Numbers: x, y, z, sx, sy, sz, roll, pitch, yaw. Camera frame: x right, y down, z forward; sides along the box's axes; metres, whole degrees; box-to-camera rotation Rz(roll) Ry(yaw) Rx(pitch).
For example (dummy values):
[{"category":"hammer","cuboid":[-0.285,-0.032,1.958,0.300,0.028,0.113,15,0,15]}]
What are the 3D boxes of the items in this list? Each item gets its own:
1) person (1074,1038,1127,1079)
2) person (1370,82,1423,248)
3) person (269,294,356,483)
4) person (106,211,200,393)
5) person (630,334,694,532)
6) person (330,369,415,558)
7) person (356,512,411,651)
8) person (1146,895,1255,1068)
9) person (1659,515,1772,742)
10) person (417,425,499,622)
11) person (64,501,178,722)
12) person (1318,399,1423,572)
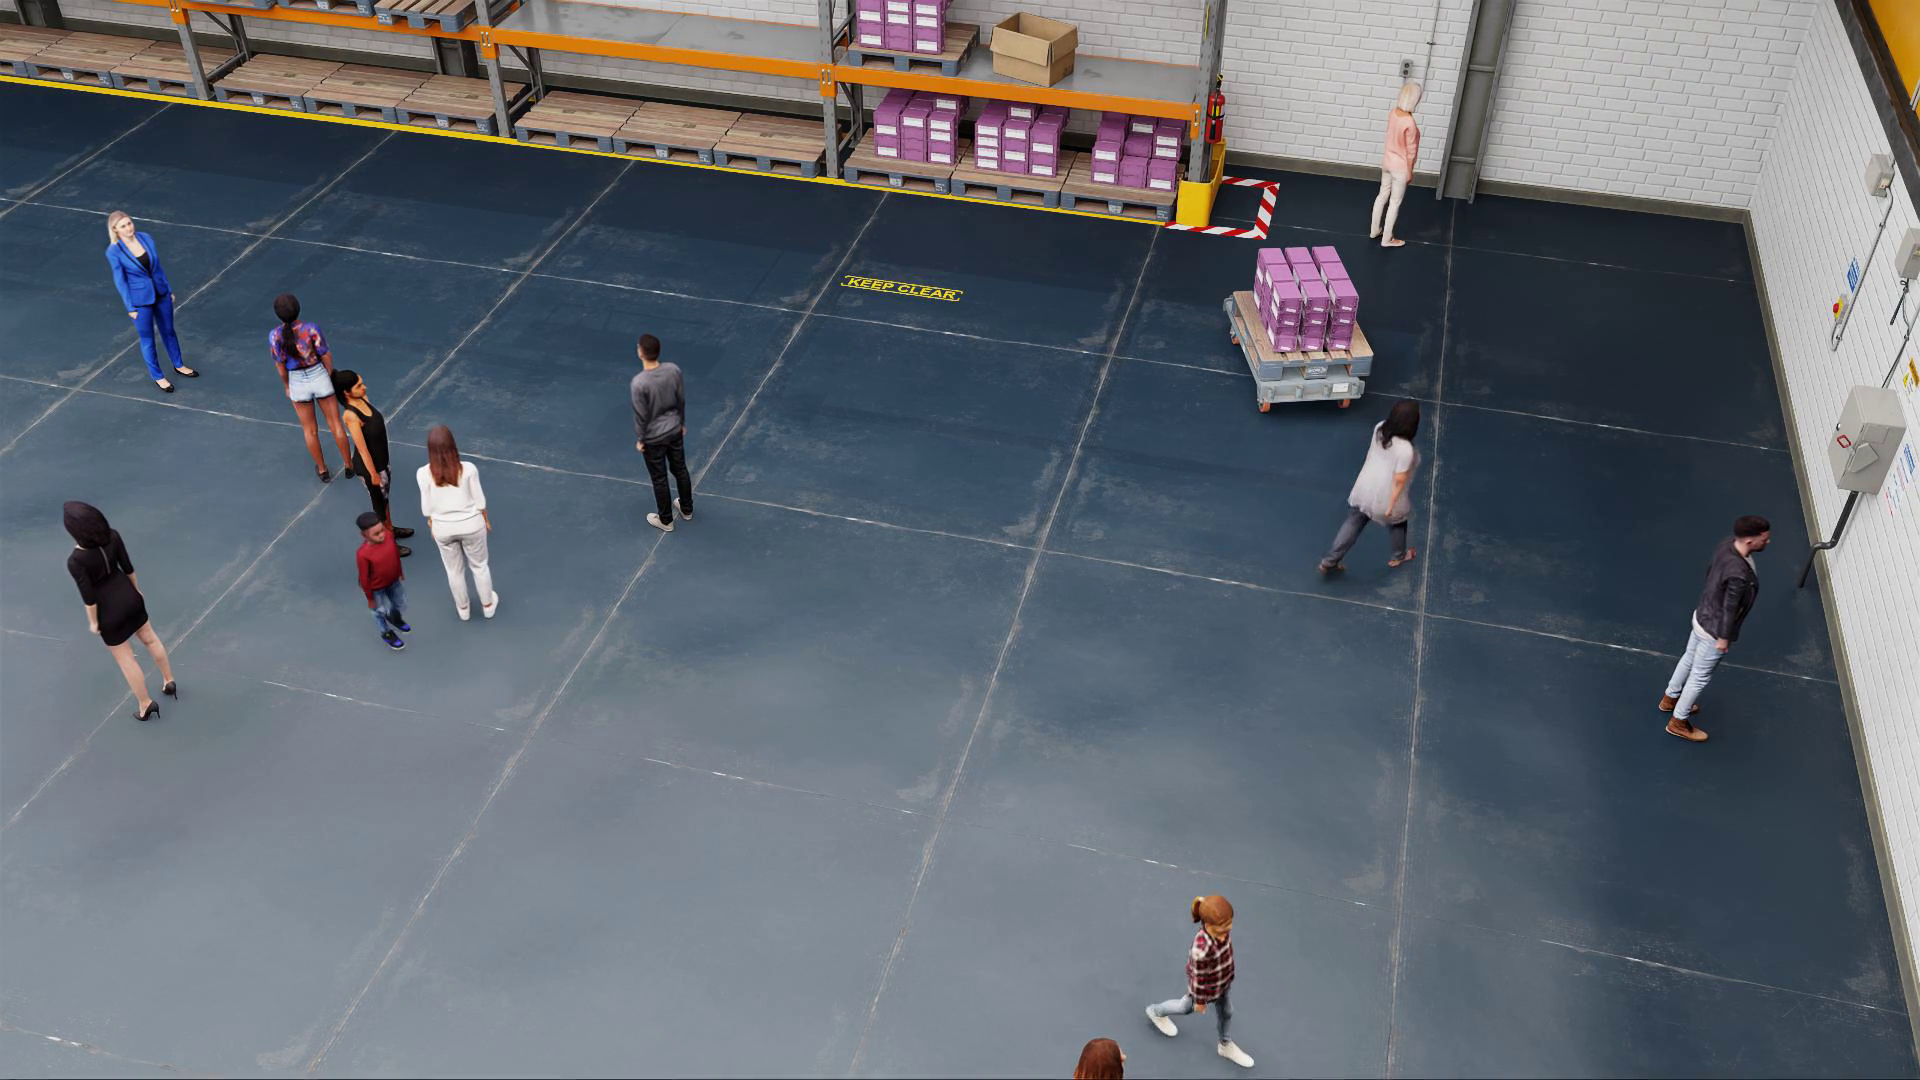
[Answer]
[{"category":"person","cuboid":[0.668,3.023,8.274,0.679,1.712,0.647,-11,40,-14]},{"category":"person","cuboid":[4.423,-3.806,16.814,0.715,1.725,0.686,-14,41,-17]},{"category":"person","cuboid":[-5.311,-1.252,13.602,0.628,1.743,0.731,-11,40,-14]},{"category":"person","cuboid":[-7.208,-2.141,14.749,0.631,1.700,0.670,21,43,24]},{"category":"person","cuboid":[-2.349,-0.851,13.085,0.702,1.761,0.715,-30,48,-32]},{"category":"person","cuboid":[-4.557,-0.614,12.870,0.641,1.660,0.648,-6,39,-7]},{"category":"person","cuboid":[-4.250,0.269,12.103,0.660,1.236,0.620,26,45,28]},{"category":"person","cuboid":[1.332,2.432,9.358,0.977,1.282,0.739,24,44,27]},{"category":"person","cuboid":[5.104,0.563,11.255,0.558,1.836,0.674,6,39,7]},{"category":"person","cuboid":[-3.683,-0.111,12.216,0.650,1.688,0.753,-10,40,-12]},{"category":"person","cuboid":[-5.756,0.483,11.380,0.513,1.805,0.607,14,41,17]},{"category":"person","cuboid":[3.139,-0.368,12.631,1.115,1.573,1.052,-19,42,-22]}]
